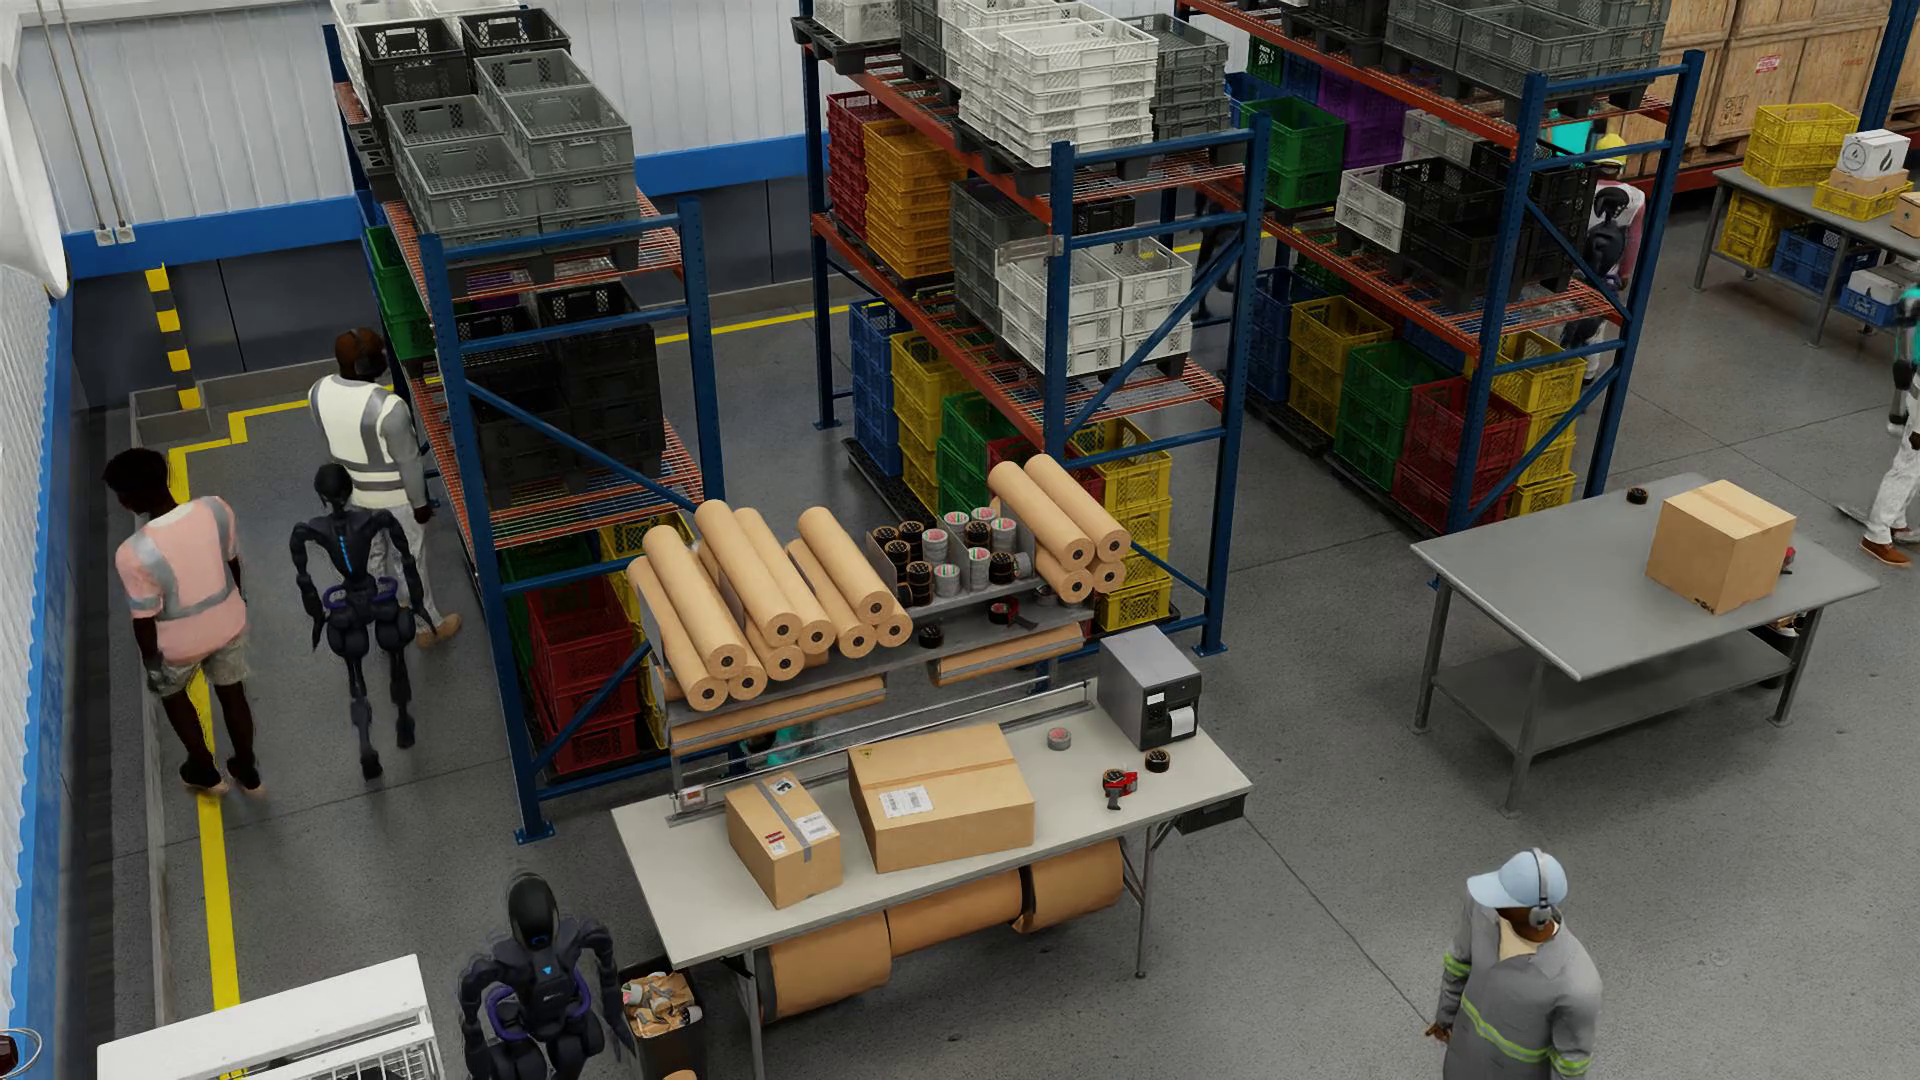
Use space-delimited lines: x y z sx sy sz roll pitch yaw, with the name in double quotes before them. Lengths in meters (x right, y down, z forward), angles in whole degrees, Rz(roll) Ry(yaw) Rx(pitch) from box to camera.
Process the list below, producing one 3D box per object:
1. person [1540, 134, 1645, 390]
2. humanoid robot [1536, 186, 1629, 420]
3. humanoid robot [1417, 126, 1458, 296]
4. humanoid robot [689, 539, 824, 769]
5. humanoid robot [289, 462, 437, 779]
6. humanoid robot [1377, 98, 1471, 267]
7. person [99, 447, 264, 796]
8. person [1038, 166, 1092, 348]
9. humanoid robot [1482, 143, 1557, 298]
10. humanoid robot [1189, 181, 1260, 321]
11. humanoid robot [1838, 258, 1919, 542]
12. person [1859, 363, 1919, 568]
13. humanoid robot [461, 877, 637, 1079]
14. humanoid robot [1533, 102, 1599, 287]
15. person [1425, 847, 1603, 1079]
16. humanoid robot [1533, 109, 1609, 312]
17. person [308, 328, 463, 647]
"person" 4.379 -1.921 11.600 0.600 1.827 0.404 7 32 10
"humanoid robot" 4.211 -1.588 11.196 0.353 1.648 0.598 14 34 21
"humanoid robot" 3.517 -2.234 12.256 0.358 1.659 0.583 10 33 16
"humanoid robot" -0.811 0.779 7.410 0.717 1.895 0.543 -15 35 -23
"humanoid robot" -2.846 0.392 7.997 0.589 1.634 0.576 -9 33 -14
"humanoid robot" 3.418 -2.502 12.738 0.531 1.867 0.810 -26 40 -35
"person" -3.591 0.375 7.768 0.577 1.942 0.660 23 38 32
"person" 0.732 -2.306 12.026 0.375 2.043 0.606 16 35 25
"humanoid robot" 3.816 -2.098 11.981 0.531 1.755 0.868 -2 32 -4
"humanoid robot" 2.022 -2.426 12.571 0.535 1.630 0.593 -15 35 -23
"humanoid robot" 5.804 -0.729 9.792 0.892 1.761 0.534 27 40 36
"person" 5.662 -0.743 9.639 0.583 1.879 0.337 -27 41 -37
"humanoid robot" -1.471 1.740 5.870 0.610 1.615 0.804 -18 36 -27
"humanoid robot" 4.652 -2.661 12.973 0.614 1.640 0.616 19 36 28
"person" 1.798 1.754 5.613 0.395 1.849 0.592 -14 34 -21
"humanoid robot" 4.510 -2.510 12.658 0.565 1.788 0.774 15 35 23
"person" -3.089 -0.273 8.916 0.622 1.840 0.431 14 34 22
